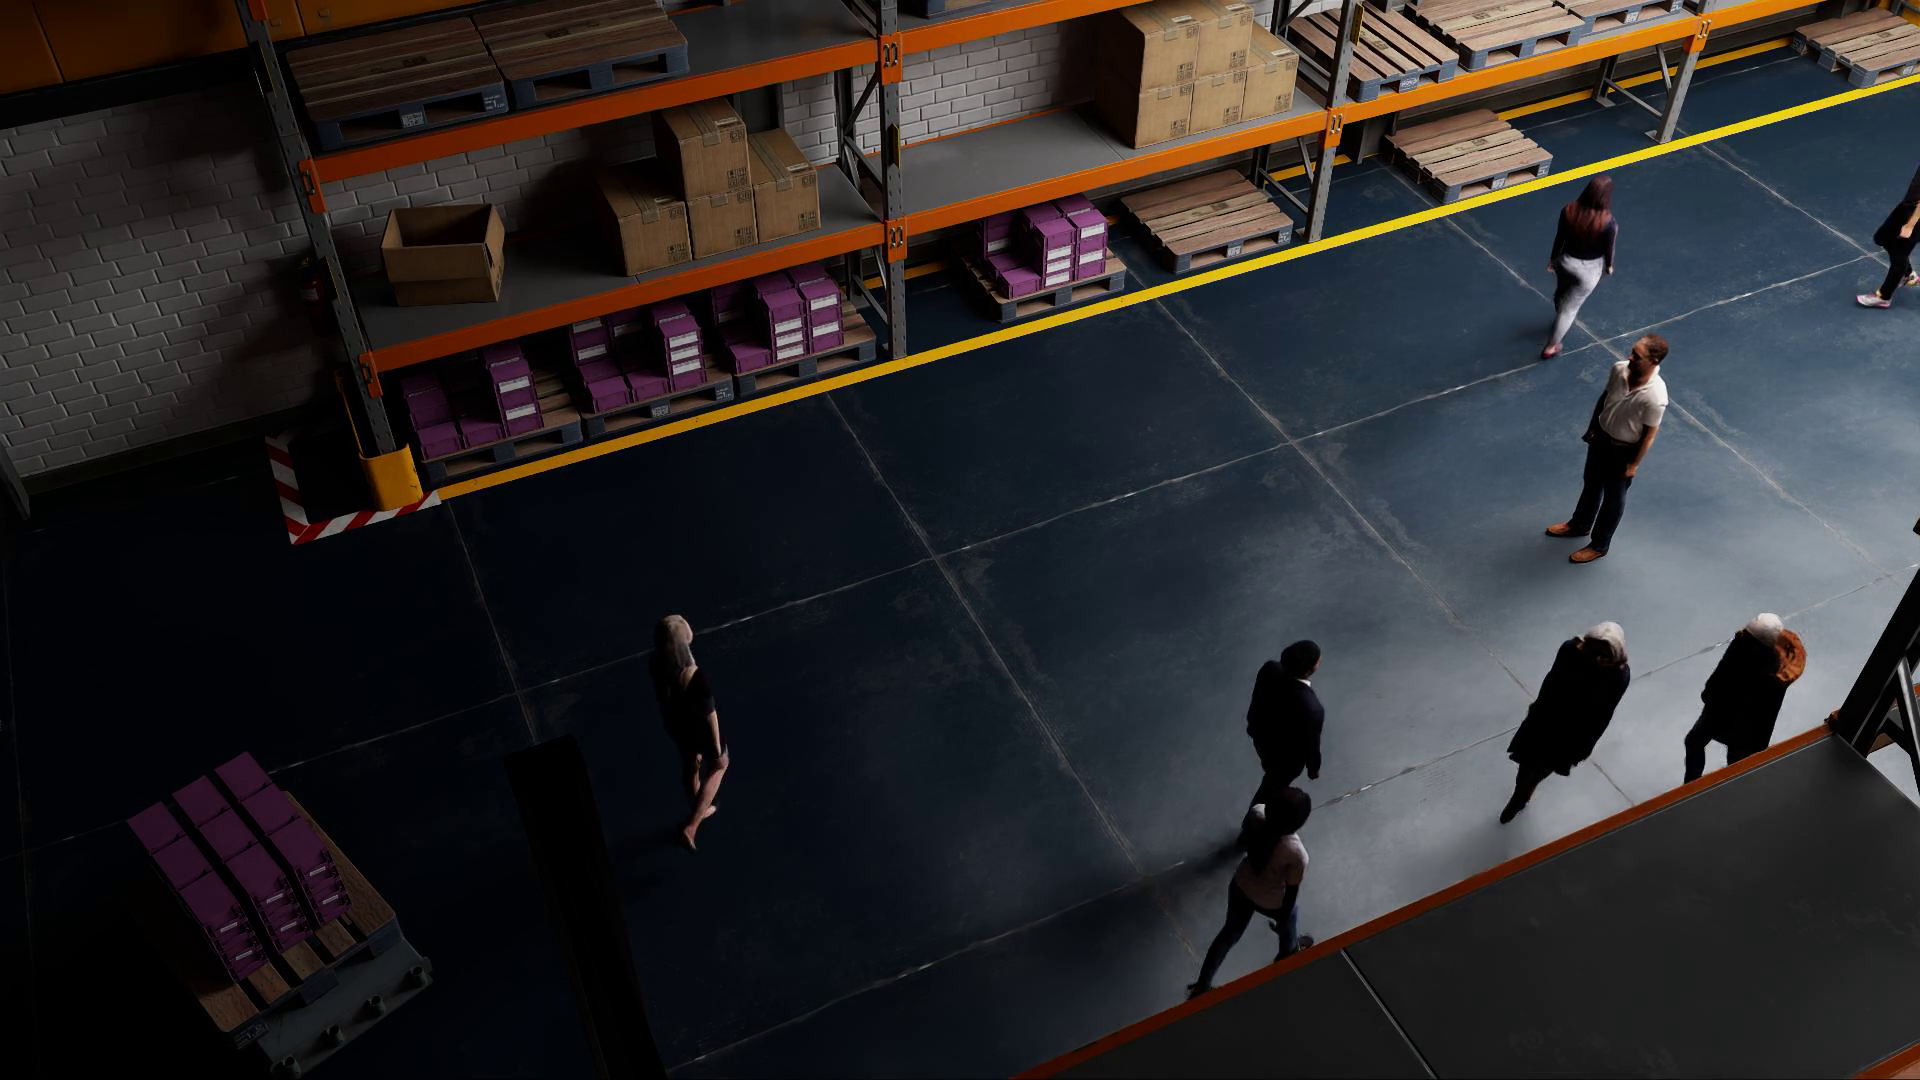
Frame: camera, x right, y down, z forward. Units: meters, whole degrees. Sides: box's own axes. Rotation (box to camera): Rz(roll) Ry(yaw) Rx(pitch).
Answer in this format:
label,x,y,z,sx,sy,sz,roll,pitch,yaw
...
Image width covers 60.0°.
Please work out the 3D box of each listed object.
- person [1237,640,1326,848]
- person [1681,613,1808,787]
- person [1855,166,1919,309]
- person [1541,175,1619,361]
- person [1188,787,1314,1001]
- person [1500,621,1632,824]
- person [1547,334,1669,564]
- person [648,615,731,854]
label,x,y,z,sx,sy,sz,roll,pitch,yaw
person,1.739,1.213,9.429,0.607,1.711,0.649,-20,47,-20
person,4.588,1.001,9.725,0.700,1.610,0.735,-20,47,-20
person,7.816,-2.632,13.437,0.870,1.750,0.815,7,44,7
person,4.814,-2.098,12.997,0.817,1.583,1.018,32,52,29
person,1.526,1.892,8.737,1.174,1.683,0.784,-28,50,-26
person,3.544,1.014,9.626,0.785,1.728,0.858,28,50,26
person,4.474,-0.641,11.271,0.609,1.856,0.695,-12,45,-12
person,-1.571,1.143,9.425,0.830,1.818,0.908,18,46,18
